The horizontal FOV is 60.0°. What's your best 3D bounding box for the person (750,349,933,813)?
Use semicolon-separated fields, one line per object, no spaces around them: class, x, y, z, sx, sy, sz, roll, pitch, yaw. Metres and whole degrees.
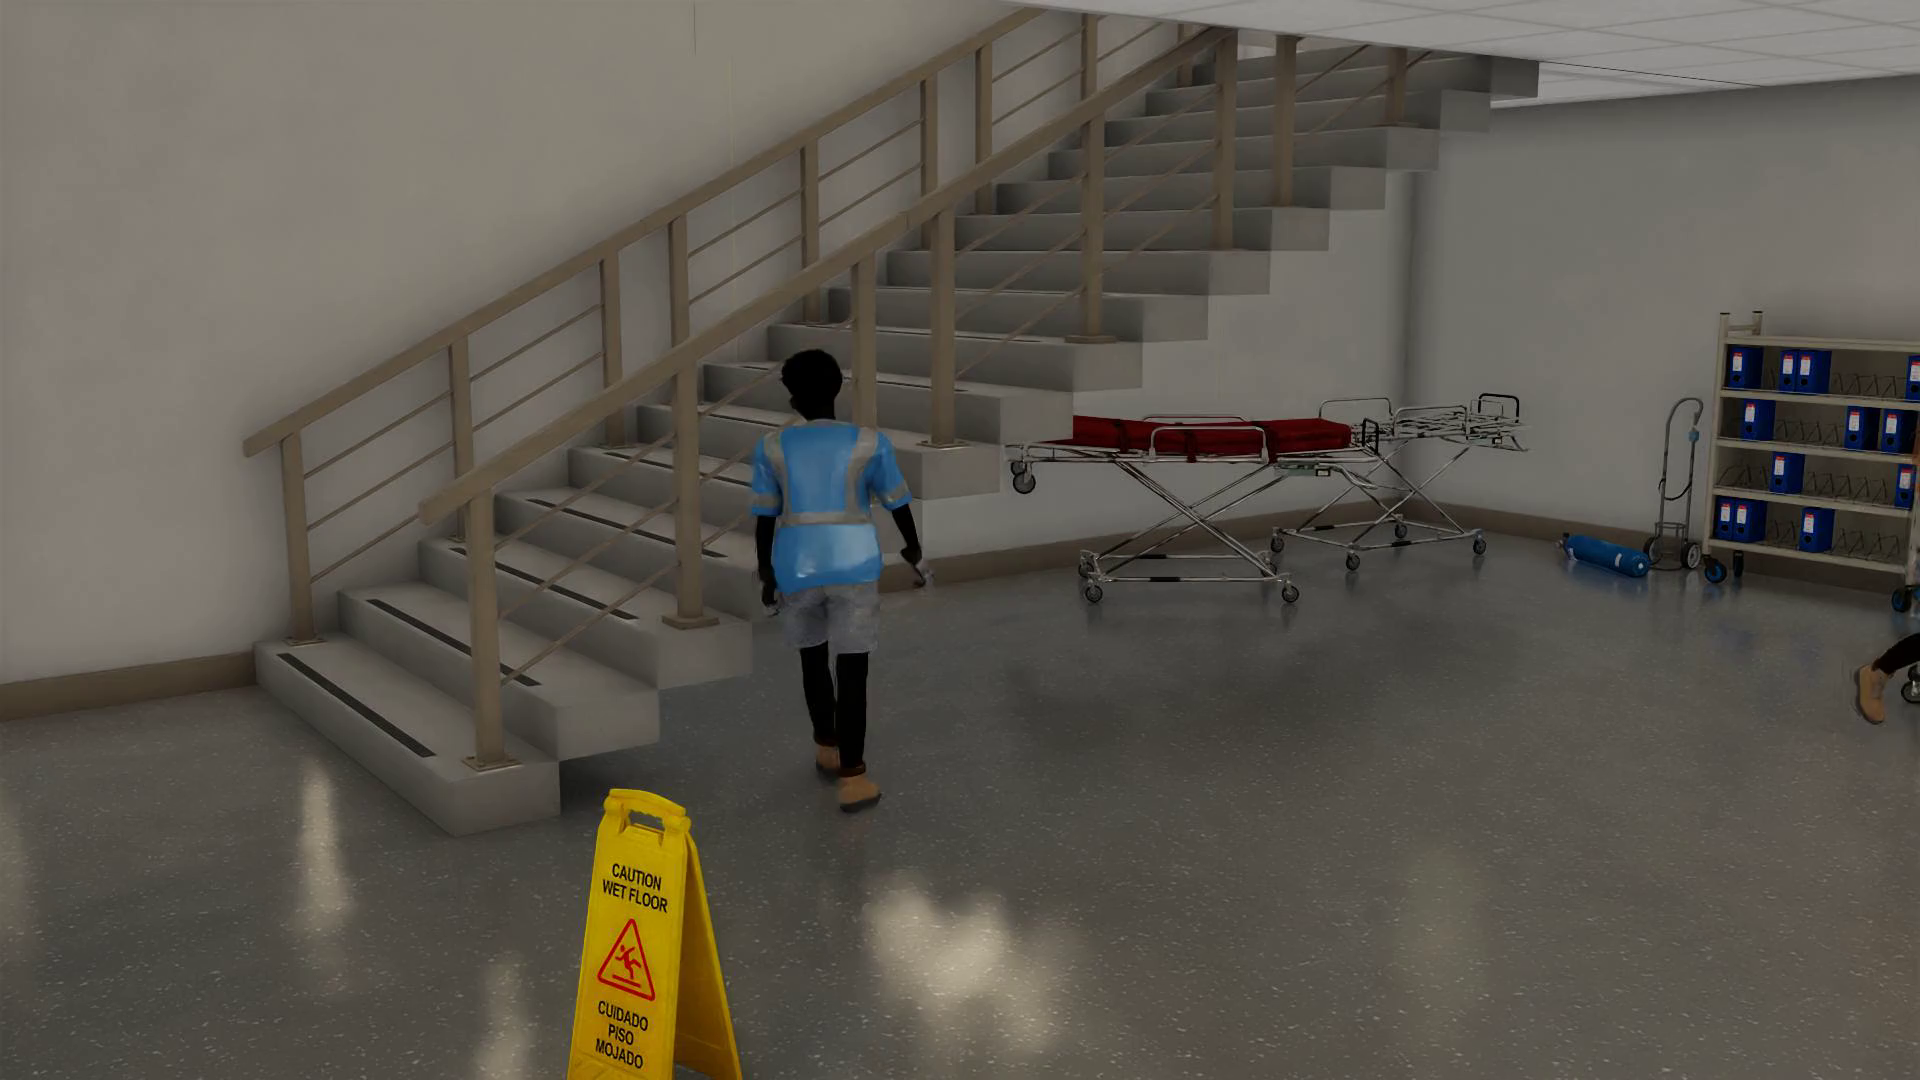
person;-0.432;0.129;6.183;0.629;1.659;0.705;2;10;9

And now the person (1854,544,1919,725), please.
person;3.999;0.039;6.684;0.531;1.669;0.534;-3;10;-19
